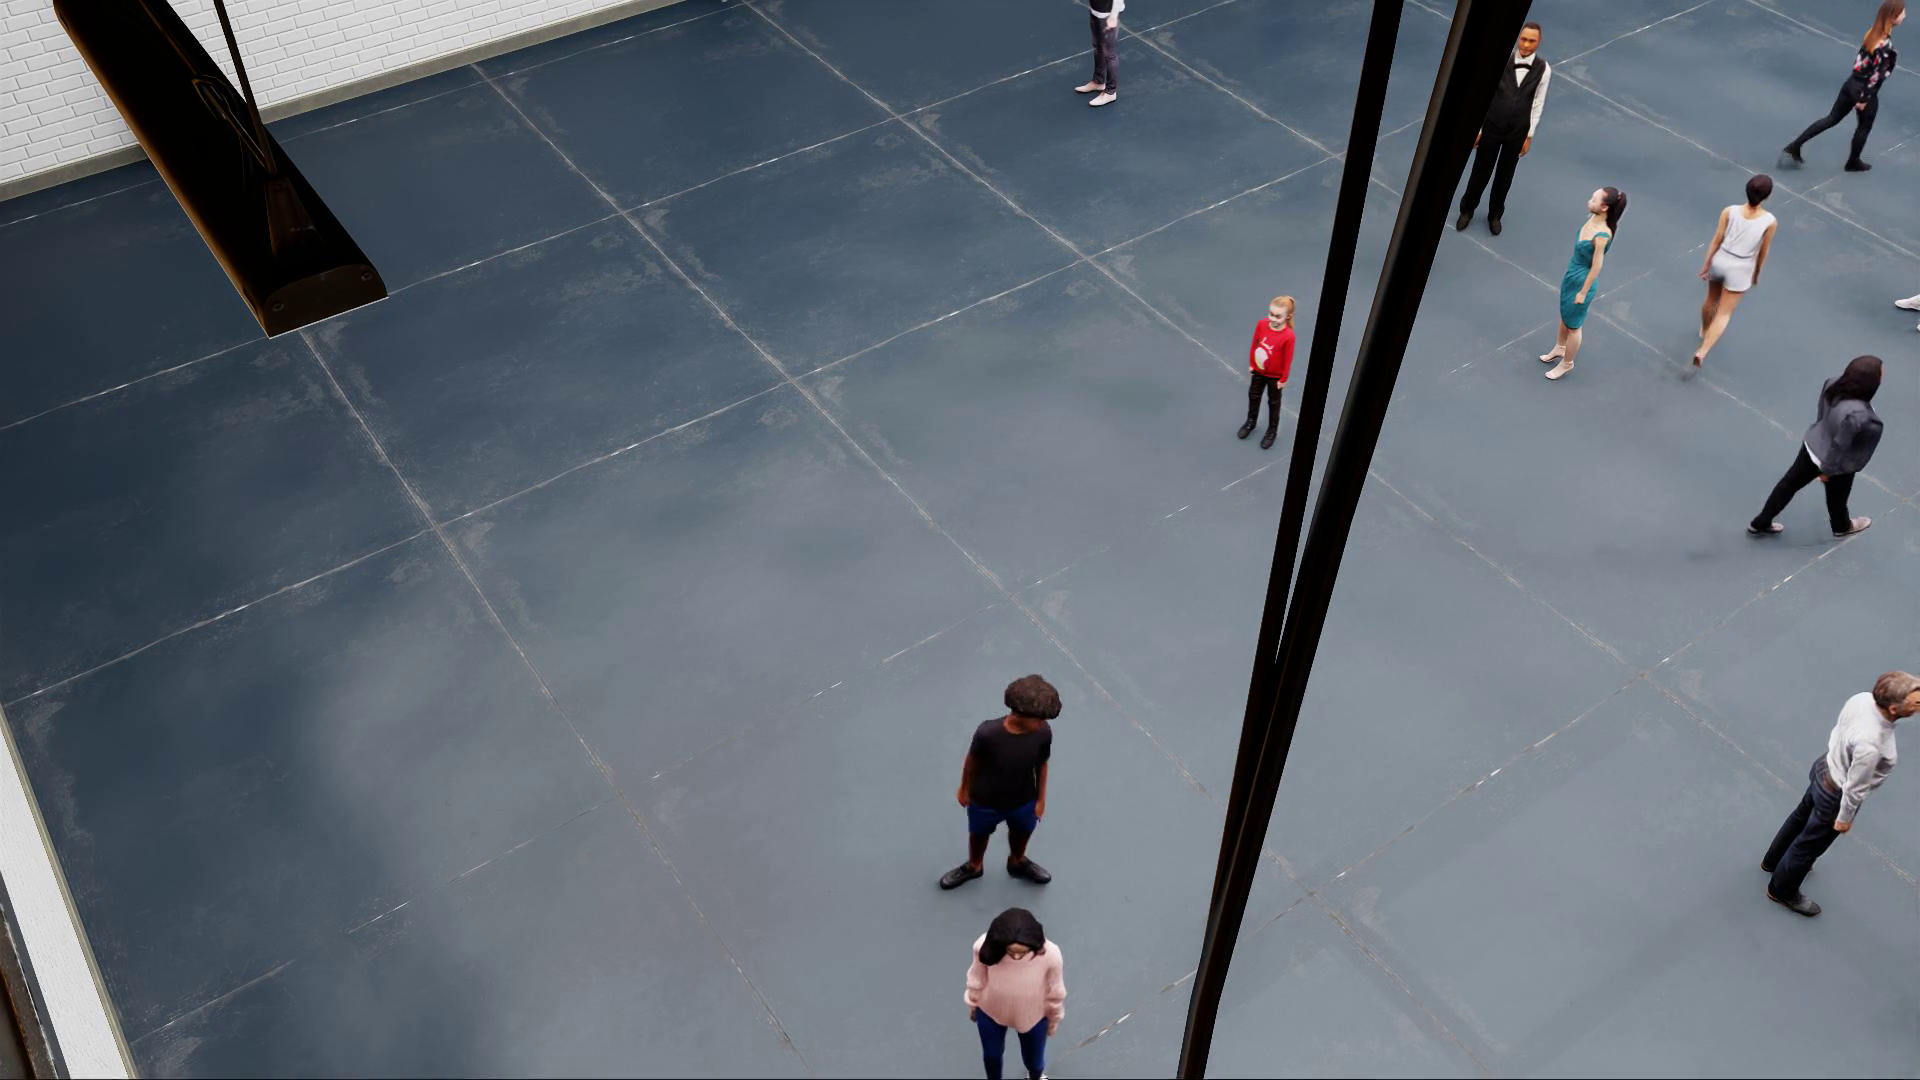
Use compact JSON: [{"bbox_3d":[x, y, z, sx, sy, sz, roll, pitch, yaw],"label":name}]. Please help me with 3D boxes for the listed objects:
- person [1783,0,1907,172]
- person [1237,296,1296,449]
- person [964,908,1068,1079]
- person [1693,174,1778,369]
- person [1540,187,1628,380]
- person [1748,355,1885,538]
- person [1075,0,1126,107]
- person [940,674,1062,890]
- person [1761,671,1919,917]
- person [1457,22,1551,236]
[{"bbox_3d":[8.068,-4.079,15.052,1.120,1.654,0.990,2,44,2],"label":"person"},{"bbox_3d":[2.302,-1.275,12.378,0.532,1.282,0.552,30,51,28],"label":"person"},{"bbox_3d":[0.277,2.317,8.262,0.767,1.758,0.814,8,44,9],"label":"person"},{"bbox_3d":[6.002,-2.081,13.004,0.815,1.587,1.087,27,50,25],"label":"person"},{"bbox_3d":[4.784,-1.981,12.826,0.659,1.686,0.624,2,44,2],"label":"person"},{"bbox_3d":[5.909,-0.588,11.455,1.164,1.561,0.995,-3,44,-4],"label":"person"},{"bbox_3d":[1.399,-5.081,15.982,0.682,1.823,0.745,-15,46,-15],"label":"person"},{"bbox_3d":[0.178,1.367,9.253,0.737,1.767,0.924,7,44,7],"label":"person"},{"bbox_3d":[4.879,1.360,9.223,0.798,1.820,0.709,12,45,12],"label":"person"},{"bbox_3d":[4.689,-3.552,14.306,0.773,1.919,0.815,10,44,10],"label":"person"}]
